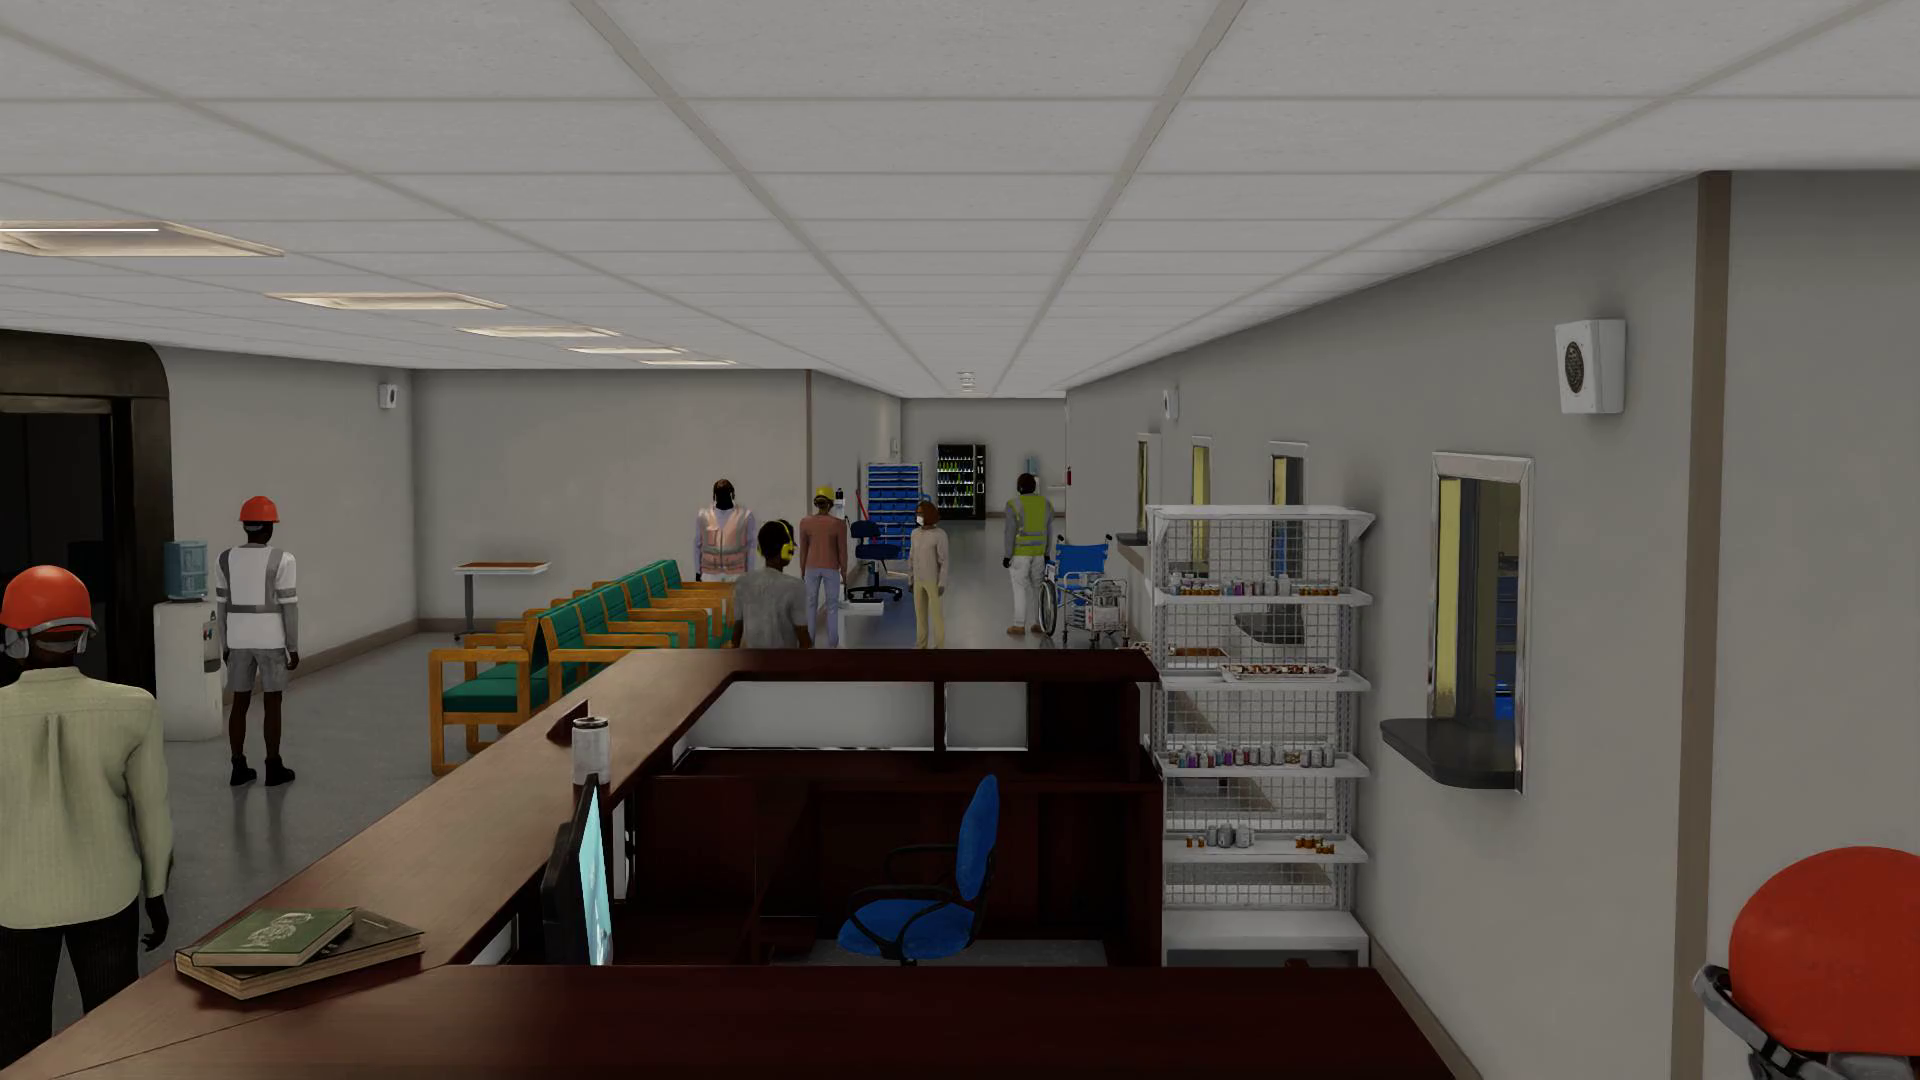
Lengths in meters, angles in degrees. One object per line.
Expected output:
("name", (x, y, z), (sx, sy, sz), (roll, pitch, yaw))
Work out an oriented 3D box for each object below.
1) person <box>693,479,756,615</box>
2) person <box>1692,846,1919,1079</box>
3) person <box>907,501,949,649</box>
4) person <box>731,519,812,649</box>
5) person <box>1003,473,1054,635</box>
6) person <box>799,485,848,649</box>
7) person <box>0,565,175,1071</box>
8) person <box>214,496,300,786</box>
("person", (-2.371, 0.310, 16.721), (0.621, 1.845, 0.429), (0, 4, -1))
("person", (0.897, 1.302, 1.707), (0.375, 1.997, 0.611), (1, 4, 20))
("person", (-0.330, 0.426, 16.525), (0.505, 1.633, 0.279), (4, 6, 43))
("person", (-1.065, 0.810, 9.610), (0.501, 1.855, 0.431), (3, 5, 35))
("person", (0.755, 0.157, 18.874), (0.635, 1.840, 0.429), (-2, 5, -30))
("person", (-1.419, 0.310, 17.311), (0.517, 1.757, 0.335), (1, 4, 8))
("person", (-2.678, 1.070, 4.955), (0.615, 1.997, 0.373), (-2, 5, -31))
("person", (-4.663, 0.671, 11.087), (0.546, 1.929, 0.392), (0, 4, 3))
